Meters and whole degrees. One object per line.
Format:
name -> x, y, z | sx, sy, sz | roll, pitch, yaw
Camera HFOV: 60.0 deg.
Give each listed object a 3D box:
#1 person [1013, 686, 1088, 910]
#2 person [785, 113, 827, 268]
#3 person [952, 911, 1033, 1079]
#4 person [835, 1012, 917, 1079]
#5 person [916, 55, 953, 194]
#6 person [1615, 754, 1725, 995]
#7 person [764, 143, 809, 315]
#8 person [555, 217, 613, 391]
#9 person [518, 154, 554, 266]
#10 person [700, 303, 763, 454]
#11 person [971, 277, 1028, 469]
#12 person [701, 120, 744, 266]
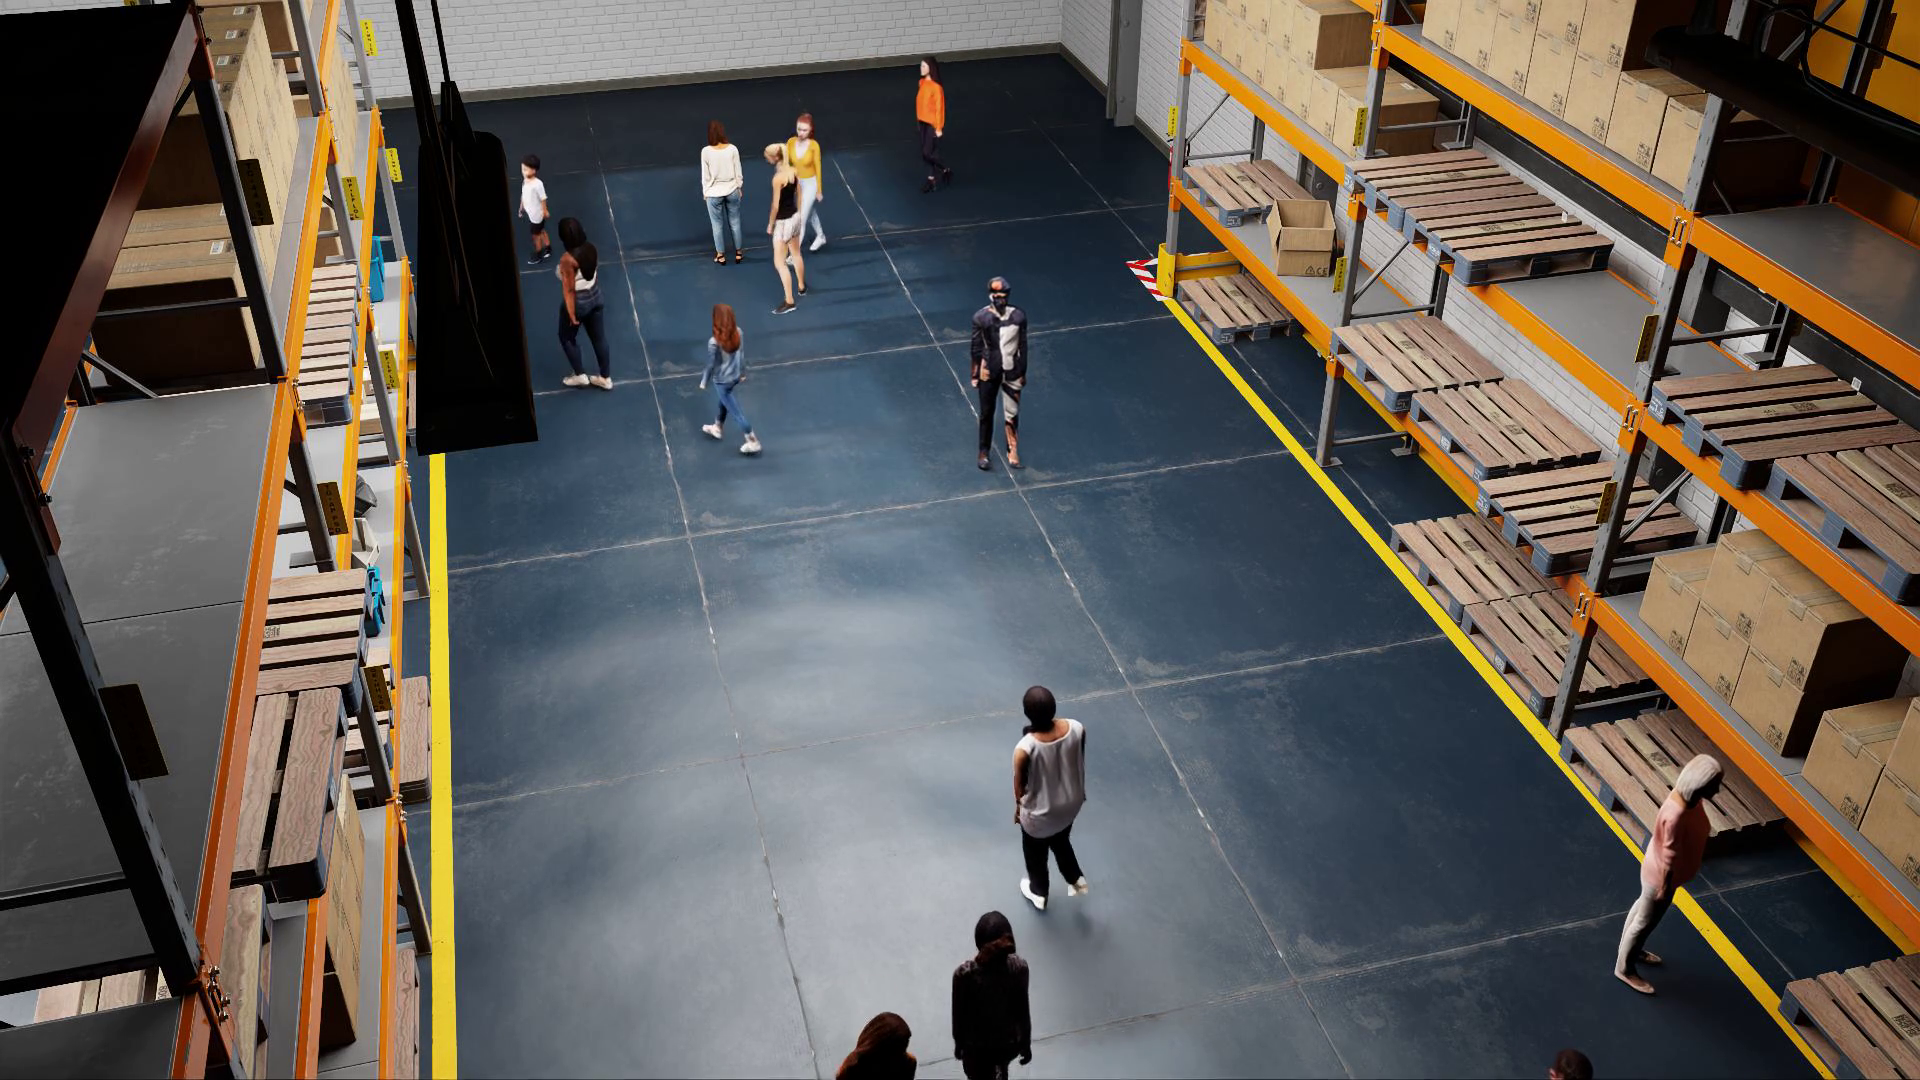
person -> 0.572, 1.674, 10.420 | 0.783, 1.668, 0.860 | -19, 38, -27
person -> -1.735, -4.010, 18.961 | 1.115, 1.679, 1.251 | 15, 36, 21
person -> 0.182, 2.739, 8.810 | 0.582, 1.676, 0.837 | -12, 35, -17
person -> -0.462, 2.960, 8.367 | 0.673, 1.799, 0.794 | -8, 34, -12
person -> -0.290, -5.149, 20.621 | 0.779, 1.739, 0.714 | -18, 38, -25
person -> 4.220, 1.953, 9.950 | 0.726, 1.724, 0.672 | 19, 38, 26
person -> -1.833, -3.444, 17.976 | 1.050, 1.828, 0.886 | 21, 39, 28
person -> -3.606, -2.274, 16.245 | 0.878, 1.794, 0.821 | 22, 39, 29
person -> -4.821, -3.826, 19.074 | 0.692, 1.247, 0.652 | -28, 43, -35
person -> -2.097, -1.459, 15.330 | 1.030, 1.450, 0.959 | 19, 38, 26
person -> 0.363, -1.521, 15.025 | 0.705, 1.891, 0.649 | -3, 34, -4
person -> -2.692, -3.934, 18.845 | 0.616, 1.681, 0.522 | -9, 35, -13
